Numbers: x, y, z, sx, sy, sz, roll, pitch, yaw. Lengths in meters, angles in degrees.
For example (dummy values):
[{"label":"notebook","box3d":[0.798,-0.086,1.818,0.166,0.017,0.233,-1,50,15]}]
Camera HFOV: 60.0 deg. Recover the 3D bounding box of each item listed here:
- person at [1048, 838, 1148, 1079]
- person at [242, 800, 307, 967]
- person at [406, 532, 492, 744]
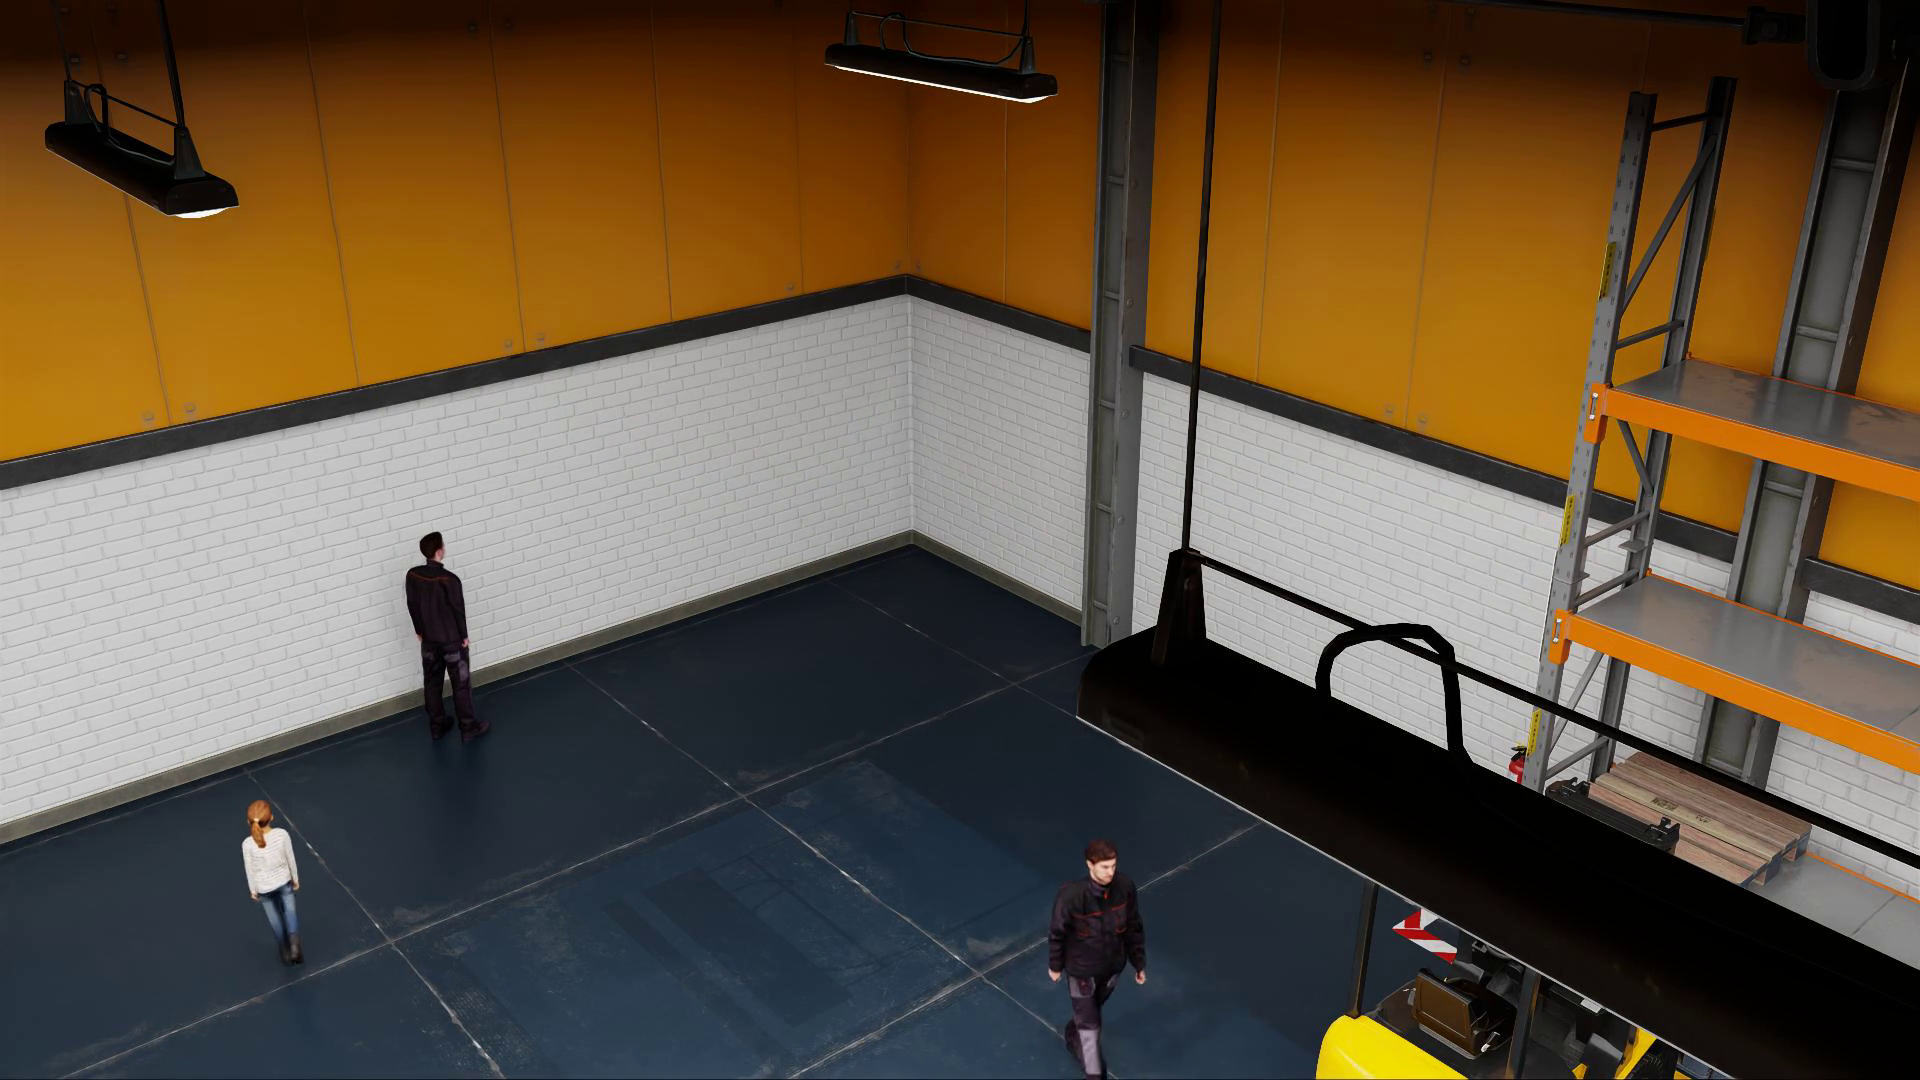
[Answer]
[{"label":"person","box3d":[0.792,2.599,10.349,0.887,1.797,1.172,-11,26,-24]},{"label":"person","box3d":[-4.702,2.402,11.411,0.519,1.308,0.704,-14,27,-29]},{"label":"person","box3d":[-4.431,0.829,14.257,0.719,1.911,0.834,7,25,15]}]
